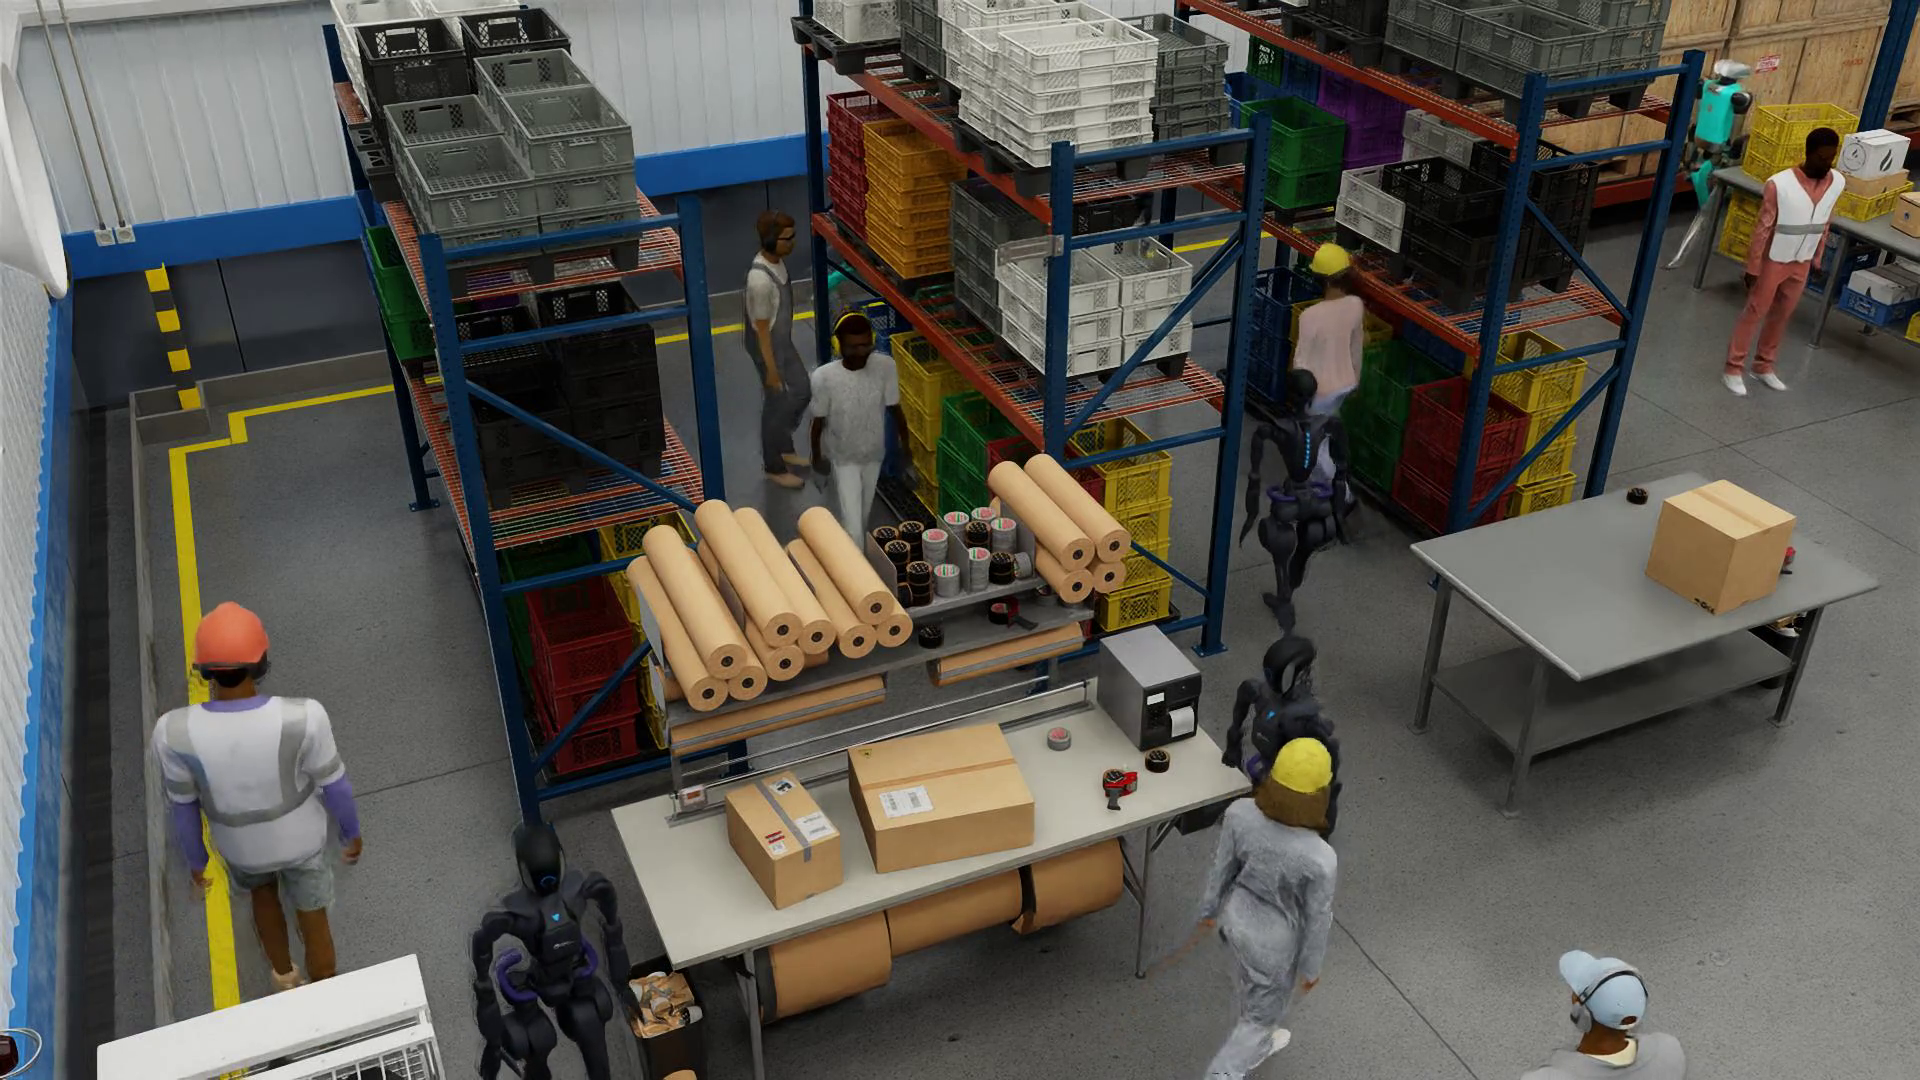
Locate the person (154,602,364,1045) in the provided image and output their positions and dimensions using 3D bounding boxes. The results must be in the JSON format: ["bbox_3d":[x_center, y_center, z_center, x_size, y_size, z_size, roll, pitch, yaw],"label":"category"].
[{"bbox_3d":[-2.664,1.120,6.476,0.644,2.022,0.511,-7,32,-10],"label":"person"}]

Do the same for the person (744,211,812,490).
[{"bbox_3d":[-1.130,-1.180,10.390,0.413,1.833,0.561,3,32,5],"label":"person"}]

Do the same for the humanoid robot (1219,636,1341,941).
[{"bbox_3d":[1.313,1.114,6.818,0.317,1.652,0.609,-24,39,-34],"label":"humanoid robot"}]

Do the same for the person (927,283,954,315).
[{"bbox_3d":[-0.036,-1.949,11.674,0.658,1.816,0.433,15,35,22],"label":"person"}]

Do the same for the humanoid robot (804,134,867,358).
[{"bbox_3d":[-0.845,-2.123,11.988,0.716,1.759,0.530,6,32,10],"label":"humanoid robot"}]

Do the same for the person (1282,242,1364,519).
[{"bbox_3d":[2.265,-0.916,10.036,0.538,1.745,0.613,-23,39,-33],"label":"person"}]

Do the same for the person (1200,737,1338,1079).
[{"bbox_3d":[1.081,1.491,6.178,0.727,1.701,0.522,-24,39,-34],"label":"person"}]

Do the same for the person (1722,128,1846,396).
[{"bbox_3d":[5.717,-1.937,11.546,0.595,1.914,0.373,-8,32,-12],"label":"person"}]

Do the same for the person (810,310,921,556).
[{"bbox_3d":[-0.494,-0.380,9.094,0.537,1.829,0.912,-15,35,-23],"label":"person"}]

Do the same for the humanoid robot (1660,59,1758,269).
[{"bbox_3d":[6.339,-3.066,13.581,0.992,1.776,0.537,-13,34,-20],"label":"humanoid robot"}]

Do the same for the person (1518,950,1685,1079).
[{"bbox_3d":[1.871,2.001,5.211,0.597,1.850,0.397,-12,33,-18],"label":"person"}]

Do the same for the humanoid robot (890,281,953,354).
[{"bbox_3d":[-0.334,-1.849,11.585,0.549,1.788,0.874,19,36,28],"label":"humanoid robot"}]

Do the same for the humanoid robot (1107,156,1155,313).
[{"bbox_3d":[1.120,-2.082,12.034,0.533,1.626,0.612,-17,36,-26],"label":"humanoid robot"}]

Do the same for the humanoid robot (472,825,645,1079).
[{"bbox_3d":[-1.455,1.665,5.971,0.613,1.620,0.795,-20,37,-29],"label":"humanoid robot"}]

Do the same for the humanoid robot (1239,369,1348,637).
[{"bbox_3d":[1.810,-0.128,8.895,0.583,1.626,0.770,-5,32,-7],"label":"humanoid robot"}]
